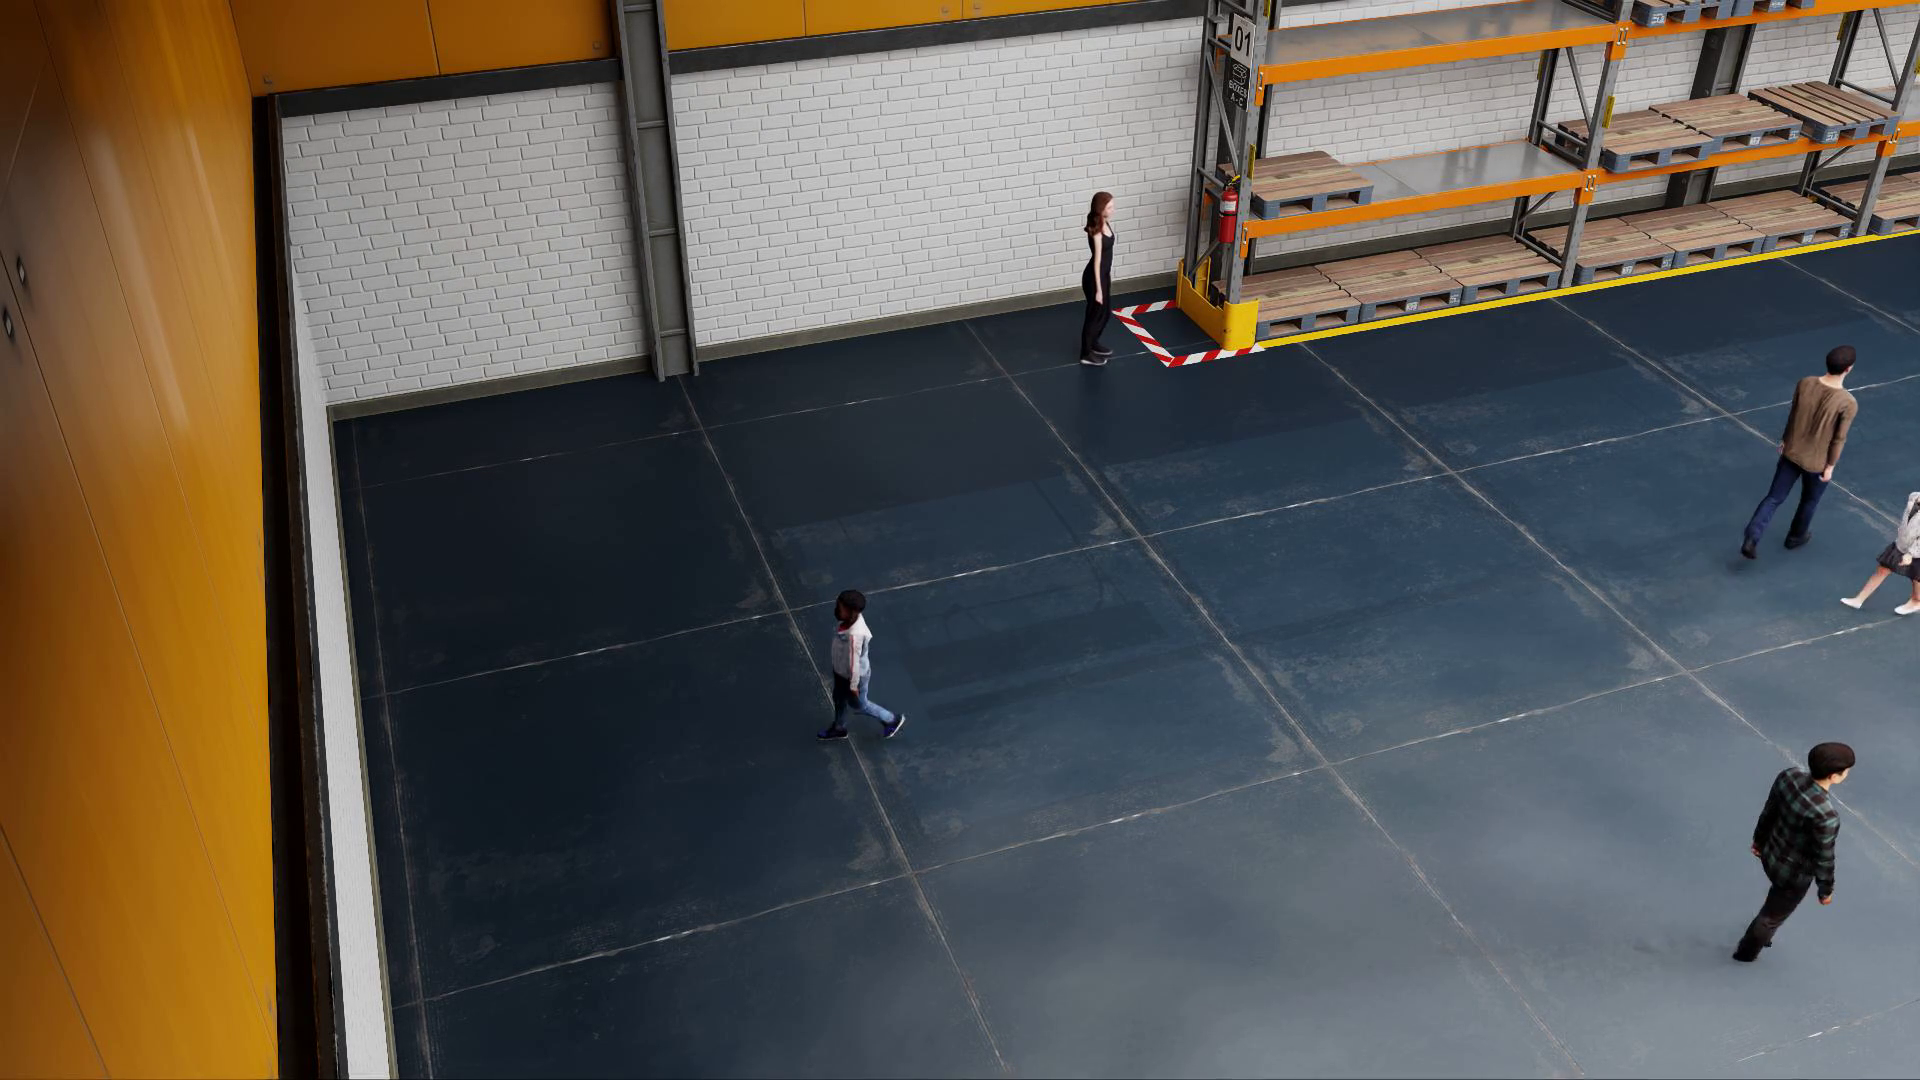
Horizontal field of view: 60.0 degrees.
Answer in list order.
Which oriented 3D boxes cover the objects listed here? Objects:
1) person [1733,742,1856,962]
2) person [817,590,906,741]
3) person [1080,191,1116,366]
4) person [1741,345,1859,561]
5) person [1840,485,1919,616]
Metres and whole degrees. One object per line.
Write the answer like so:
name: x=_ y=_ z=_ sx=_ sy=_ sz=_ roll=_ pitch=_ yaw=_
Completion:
person: x=4.698 y=1.846 z=9.525 sx=0.725 sy=1.701 sz=0.766 roll=-1 pitch=34 yaw=-2
person: x=-0.674 y=0.863 z=11.230 sx=0.856 sy=1.244 sz=0.570 roll=-5 pitch=34 yaw=-8
person: x=1.294 y=-2.497 z=15.838 sx=0.700 sy=1.740 sz=0.670 roll=9 pitch=35 yaw=14
person: x=6.532 y=-0.635 z=12.927 sx=1.212 sy=1.860 sz=0.885 roll=-23 pitch=40 yaw=-30
person: x=7.194 y=0.044 z=12.463 sx=0.869 sy=1.242 sz=0.536 roll=-8 pitch=35 yaw=-12
